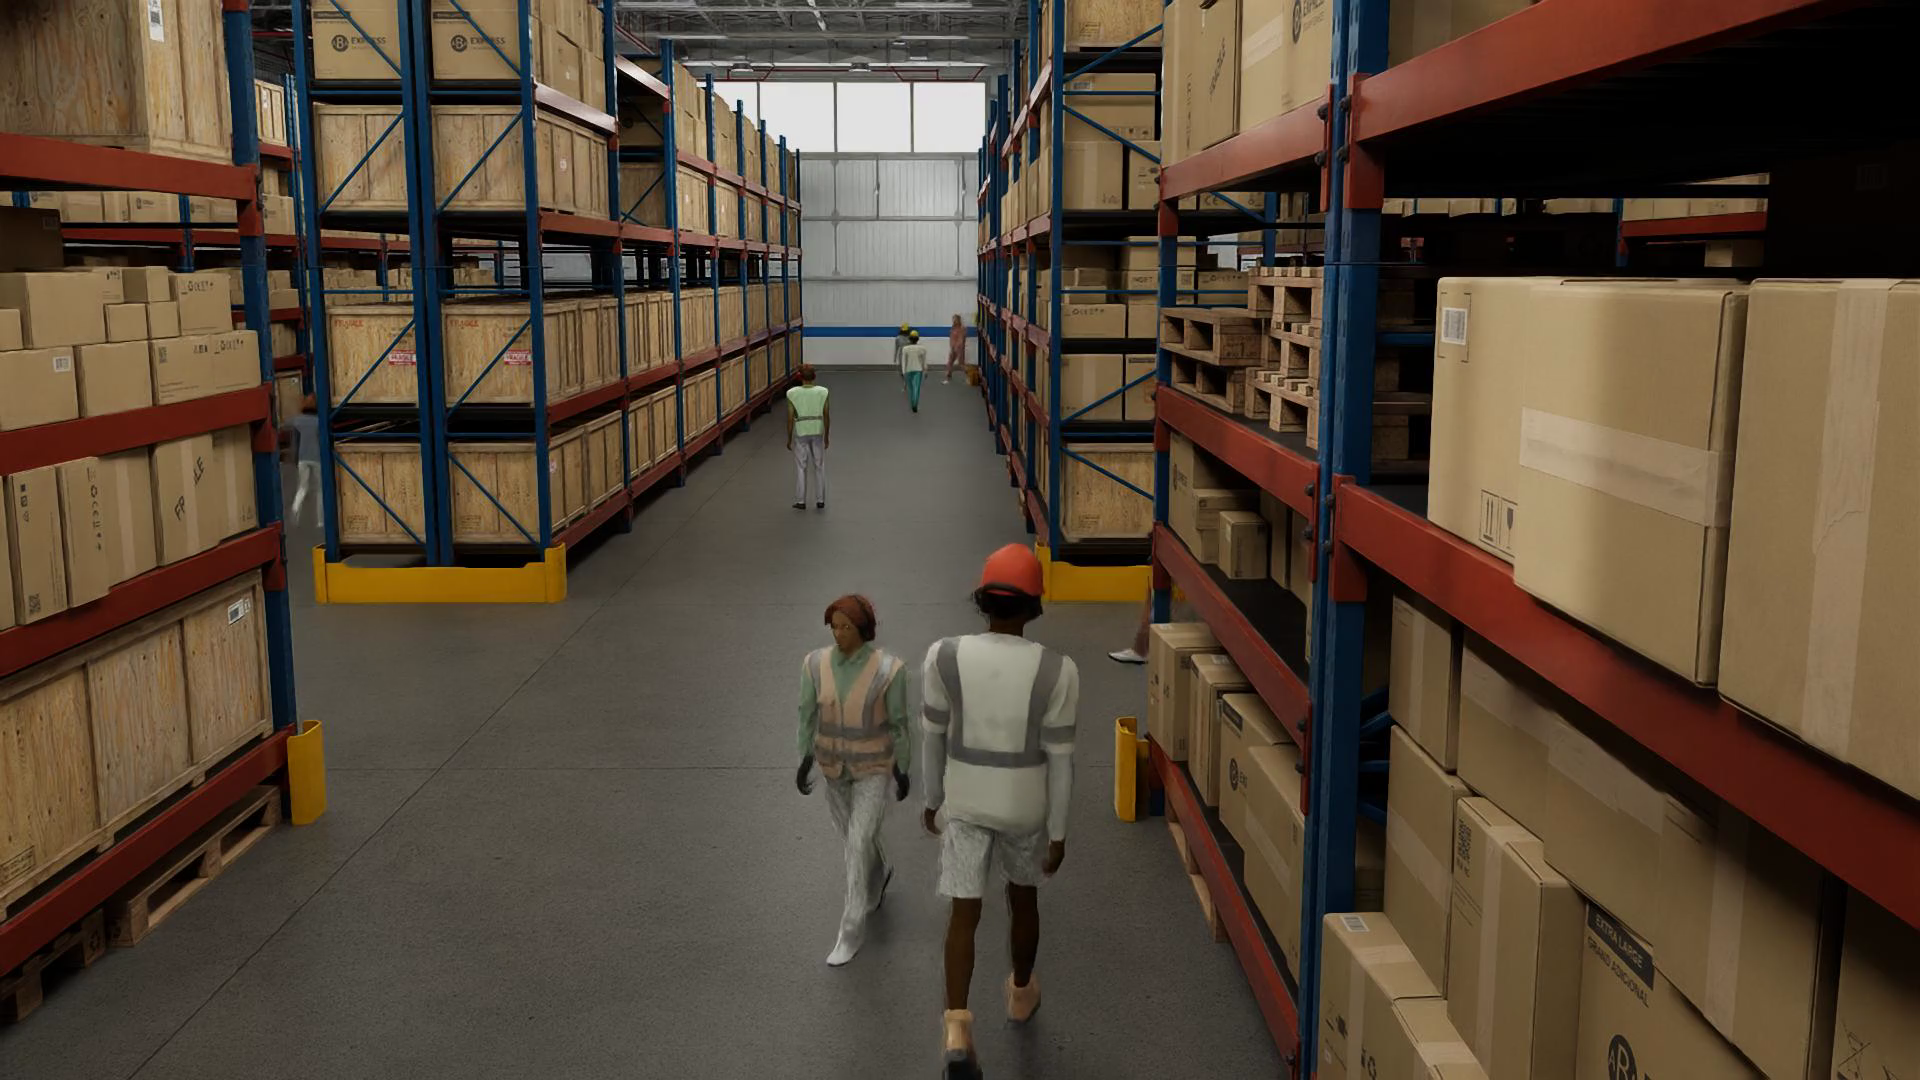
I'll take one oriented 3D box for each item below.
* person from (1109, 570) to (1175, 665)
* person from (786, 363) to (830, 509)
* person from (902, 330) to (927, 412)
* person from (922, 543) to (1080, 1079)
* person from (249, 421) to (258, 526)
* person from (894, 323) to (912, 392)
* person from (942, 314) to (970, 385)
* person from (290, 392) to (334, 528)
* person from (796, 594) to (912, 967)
[{"bbox_3d":[1.677,0.048,12.704,0.997,1.857,0.652,-4,10,-24],"label":"person"},{"bbox_3d":[-1.917,-1.308,21.031,0.566,1.850,0.389,-4,10,-21],"label":"person"},{"bbox_3d":[-0.974,-3.597,35.443,0.529,1.731,0.897,1,9,6],"label":"person"},{"bbox_3d":[0.133,1.014,6.330,0.630,2.011,0.973,2,9,10],"label":"person"},{"bbox_3d":[-8.378,-1.089,19.544,0.610,1.895,0.637,3,10,15],"label":"person"},{"bbox_3d":[-1.367,-4.530,41.211,0.489,1.714,0.766,1,9,9],"label":"person"},{"bbox_3d":[-0.017,-5.006,43.666,0.806,1.870,0.667,-7,11,-36],"label":"person"},{"bbox_3d":[-7.528,-0.900,19.259,0.540,1.608,0.654,0,9,2],"label":"person"},{"bbox_3d":[-0.461,1.014,7.545,0.528,1.606,0.825,4,10,21],"label":"person"}]
